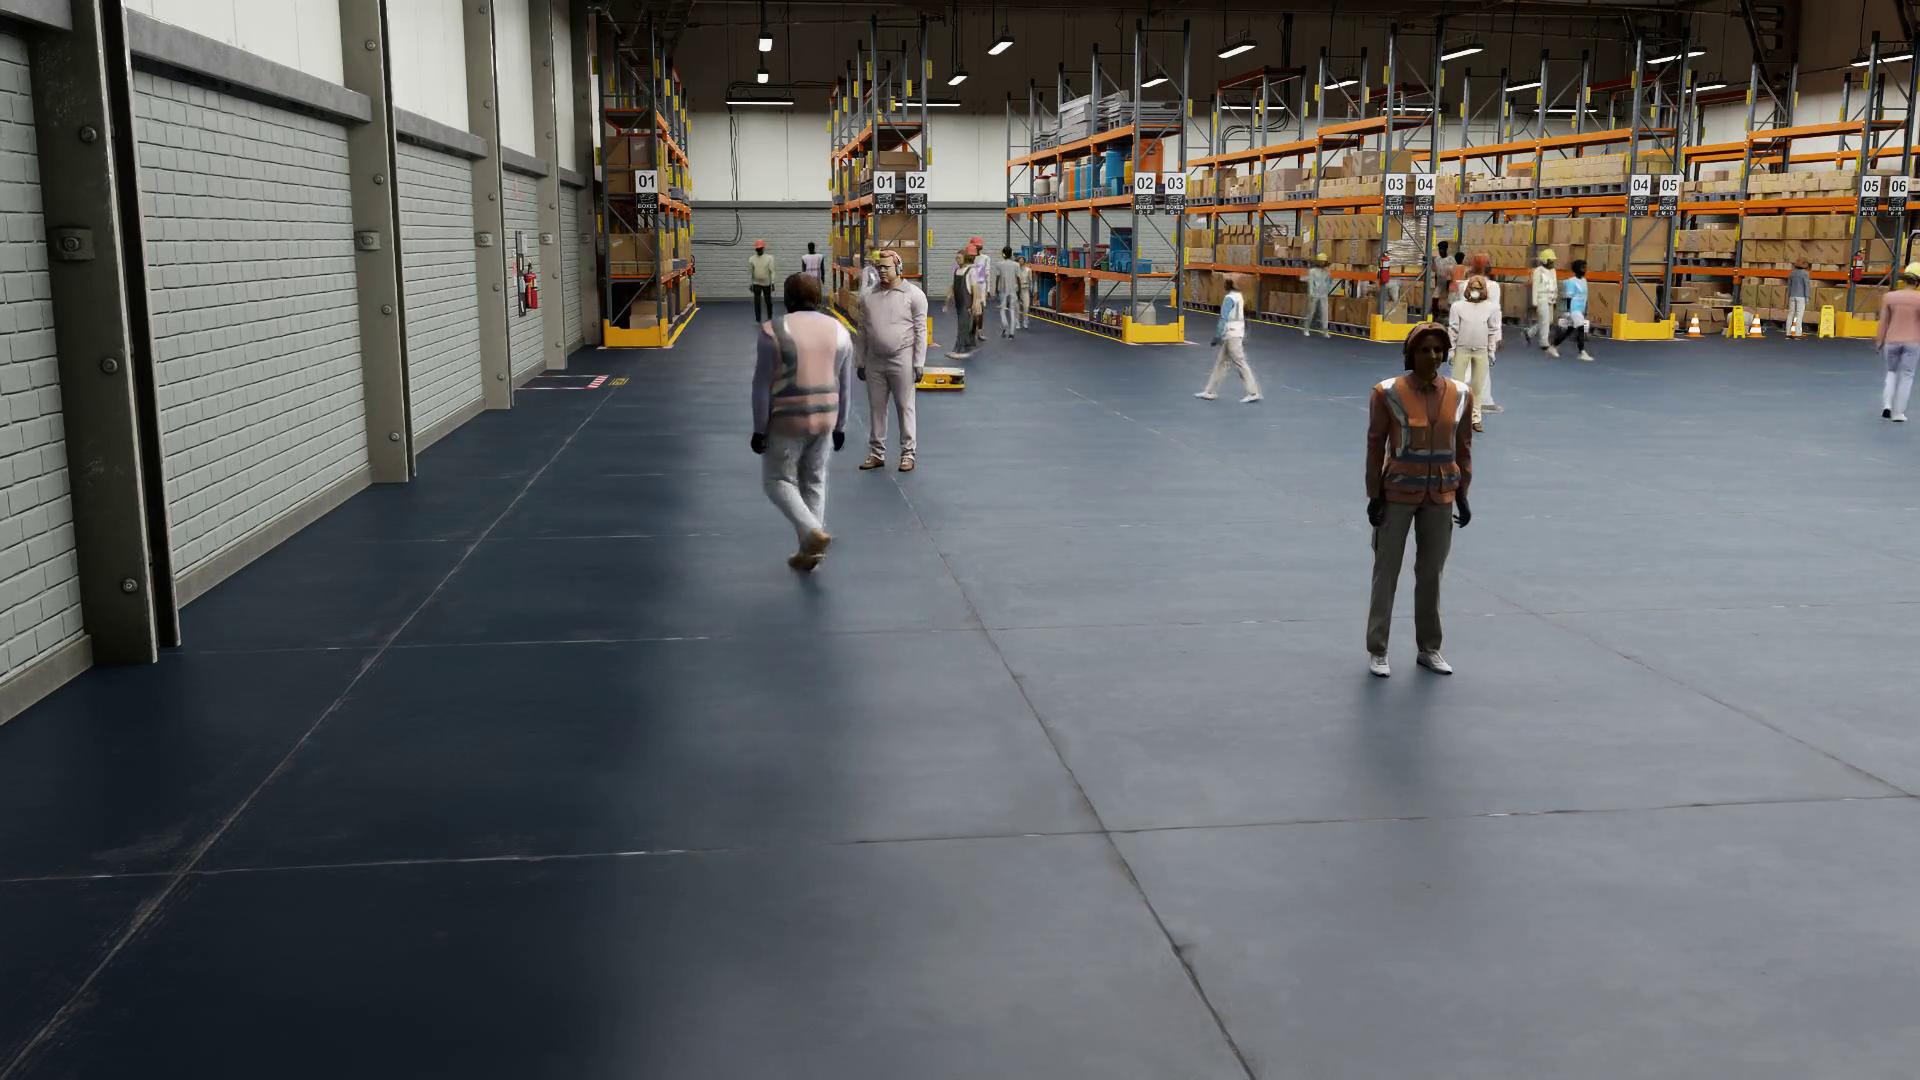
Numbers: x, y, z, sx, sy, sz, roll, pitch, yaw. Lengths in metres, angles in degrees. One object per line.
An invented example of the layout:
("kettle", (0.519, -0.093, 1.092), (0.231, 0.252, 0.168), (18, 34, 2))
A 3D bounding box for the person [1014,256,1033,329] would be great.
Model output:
("person", (1.346, -5.402, 36.396), (0.546, 1.606, 0.788), (-1, 10, -5))

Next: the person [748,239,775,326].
("person", (-4.519, -5.882, 38.027), (0.625, 1.979, 0.678), (1, 10, 4))

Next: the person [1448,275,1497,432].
("person", (5.319, -1.931, 17.294), (0.497, 1.633, 0.278), (0, 10, 2))

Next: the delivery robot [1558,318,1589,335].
("delivery robot", (12.001, -4.216, 32.523), (0.477, 0.478, 0.707), (-1, 10, -5))

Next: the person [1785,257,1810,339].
("person", (16.632, -4.793, 32.985), (0.269, 1.632, 0.509), (-4, 11, -19))

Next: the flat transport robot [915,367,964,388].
("flat transport robot", (-0.268, -2.196, 22.486), (0.652, 0.197, 1.431), (0, 10, 0))

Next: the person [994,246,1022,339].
("person", (0.956, -4.926, 33.126), (0.572, 1.844, 0.495), (-1, 10, -7))

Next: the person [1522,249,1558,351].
("person", (10.387, -4.284, 29.704), (0.609, 1.815, 0.644), (-10, 14, -42))

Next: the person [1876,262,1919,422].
("person", (10.401, -2.170, 18.293), (0.548, 1.746, 0.426), (10, 14, 43))

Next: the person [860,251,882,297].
("person", (-1.519, -4.385, 30.367), (0.968, 1.765, 0.602), (7, 12, 33))

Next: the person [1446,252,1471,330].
("person", (10.809, -5.391, 36.085), (0.540, 1.697, 0.317), (3, 11, 14))

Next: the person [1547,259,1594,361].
("person", (10.125, -3.803, 27.500), (0.822, 1.669, 0.535), (9, 14, 41))

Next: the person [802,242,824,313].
("person", (-3.865, -6.911, 43.885), (0.600, 1.896, 0.740), (-2, 10, -9))

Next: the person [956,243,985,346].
("person", (0.178, -4.392, 30.015), (0.543, 1.915, 0.544), (-1, 10, -7))

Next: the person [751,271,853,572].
("person", (-0.929, -0.683, 9.926), (0.646, 1.825, 0.560), (-8, 13, -36))

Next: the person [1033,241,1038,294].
("person", (2.336, -8.227, 51.094), (0.637, 1.906, 0.982), (-2, 11, -11))

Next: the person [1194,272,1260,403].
("person", (3.331, -2.490, 20.464), (0.864, 1.594, 0.512), (4, 11, 20))

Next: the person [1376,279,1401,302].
("person", (9.477, -5.634, 36.892), (0.639, 1.904, 0.976), (-1, 10, -6))

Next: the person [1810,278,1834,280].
("person", (19.886, -5.973, 38.508), (0.649, 1.976, 0.480), (0, 10, -1))

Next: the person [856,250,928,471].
("person", (-0.612, -1.550, 14.458), (0.651, 1.907, 0.409), (4, 11, 21))

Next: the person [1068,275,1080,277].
("person", (3.116, -7.397, 46.962), (0.526, 1.751, 0.520), (-2, 11, -13))

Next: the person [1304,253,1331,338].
("person", (7.271, -4.976, 33.790), (0.485, 1.705, 0.860), (-2, 10, -10))

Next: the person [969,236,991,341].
("person", (0.313, -4.909, 32.501), (0.615, 2.040, 0.391), (-3, 11, -15))

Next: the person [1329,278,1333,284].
("person", (10.389, -7.541, 47.500), (0.581, 1.833, 0.603), (0, 10, 2))

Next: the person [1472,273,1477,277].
("person", (15.981, -8.265, 51.374), (0.328, 1.872, 0.511), (-3, 11, -16))

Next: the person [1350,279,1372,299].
("person", (10.827, -7.086, 45.032), (0.644, 1.823, 0.612), (-2, 10, -9))

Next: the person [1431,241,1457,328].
("person", (10.642, -5.624, 36.740), (0.894, 1.925, 0.629), (-8, 13, -38))

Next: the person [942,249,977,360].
("person", (-0.049, -3.894, 27.572), (0.802, 1.817, 0.521), (-9, 13, -40))

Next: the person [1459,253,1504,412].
("person", (5.884, -2.349, 19.010), (0.932, 1.852, 0.579), (-4, 11, -23))

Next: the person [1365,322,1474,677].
("person", (2.118, -0.185, 7.707), (0.511, 1.641, 0.308), (-1, 10, -7))
